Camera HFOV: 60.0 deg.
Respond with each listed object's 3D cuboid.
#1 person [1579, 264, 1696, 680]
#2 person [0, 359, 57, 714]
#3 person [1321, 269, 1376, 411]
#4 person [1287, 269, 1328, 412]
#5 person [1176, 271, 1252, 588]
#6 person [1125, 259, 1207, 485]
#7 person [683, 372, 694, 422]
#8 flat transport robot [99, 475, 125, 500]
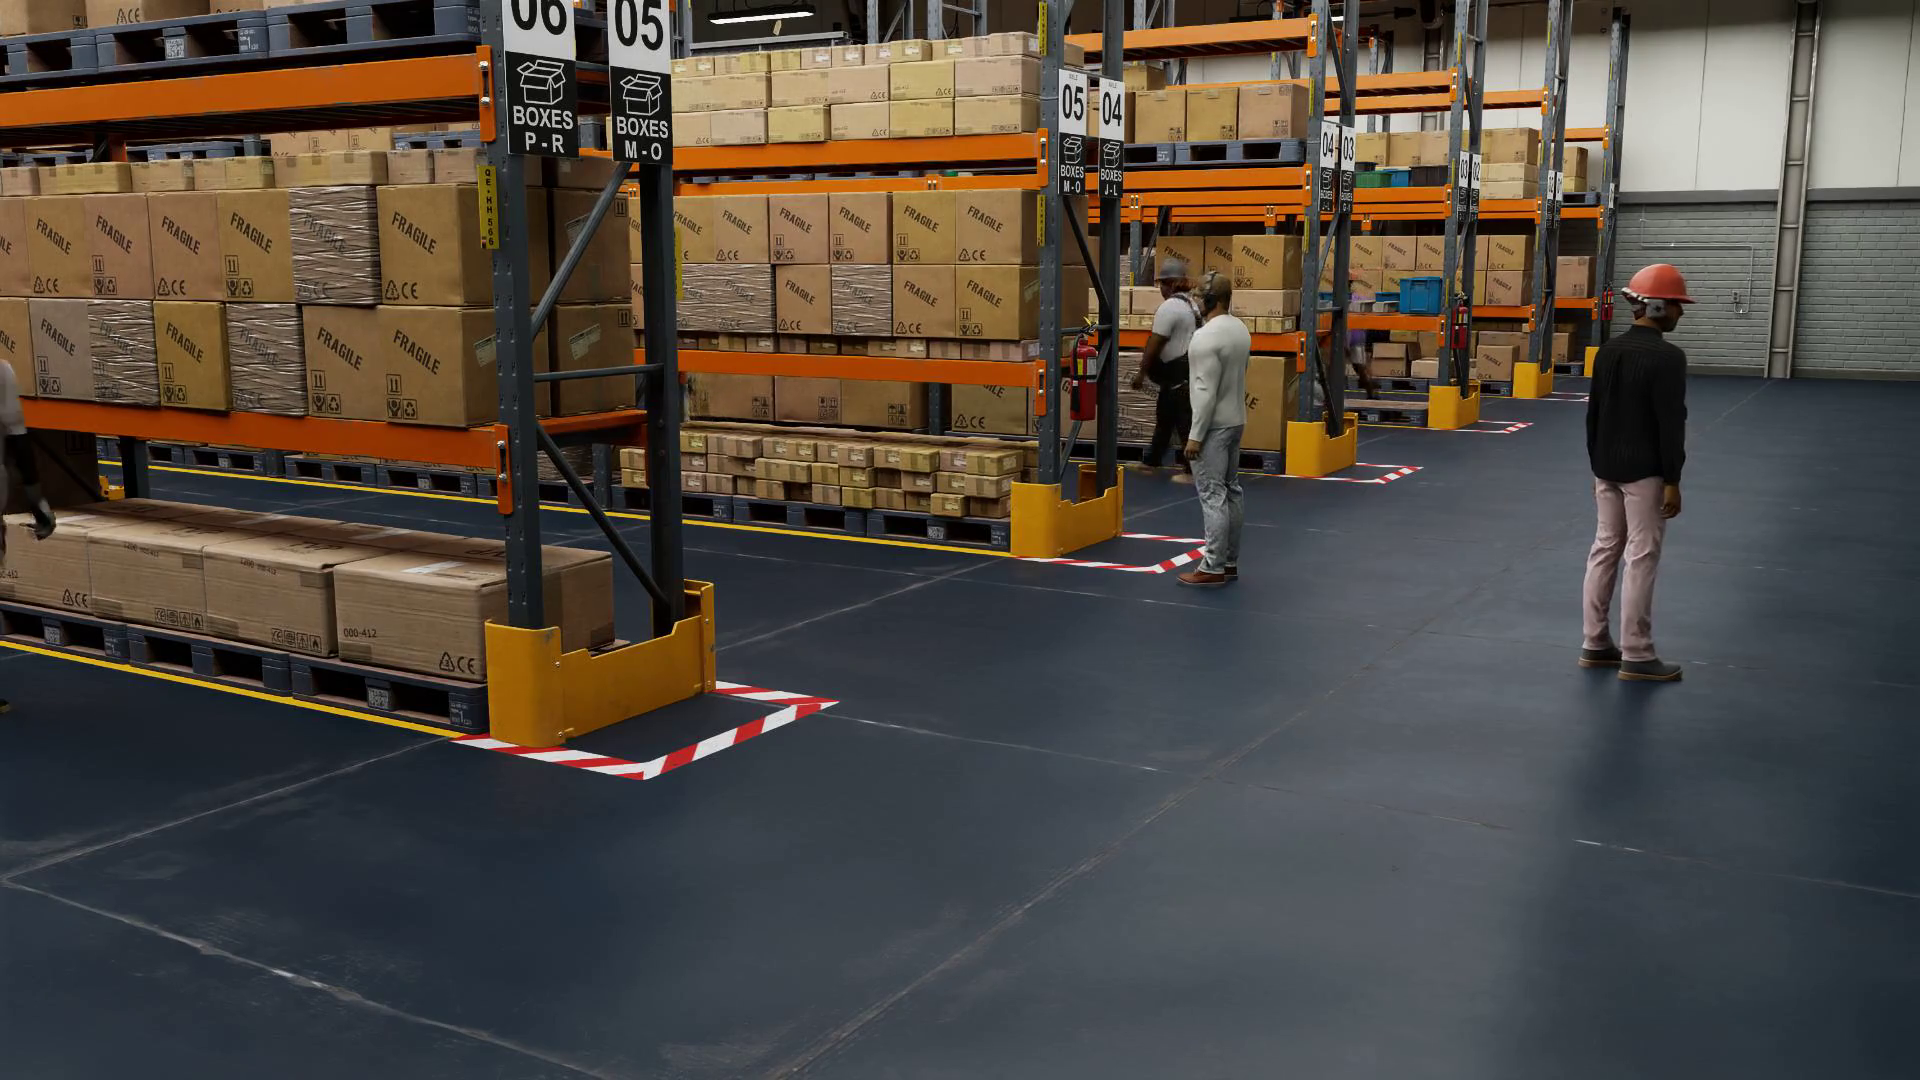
[{"bbox_3d":[3.281,-0.327,8.039,0.392,1.990,0.614,-3,10,-15],"label":"person"},{"bbox_3d":[-4.275,-0.162,7.208,0.636,1.943,0.635,4,10,22],"label":"person"},{"bbox_3d":[5.056,-2.627,21.851,1.043,1.884,0.549,7,12,34],"label":"person"},{"bbox_3d":[4.118,-2.264,19.659,0.892,1.912,0.638,5,11,29],"label":"person"},{"bbox_3d":[1.561,-0.673,10.223,0.371,1.940,0.627,6,11,30],"label":"person"},{"bbox_3d":[1.840,-1.530,14.942,0.956,2.000,0.700,5,11,26],"label":"person"},{"bbox_3d":[-2.499,-1.426,14.914,0.785,1.852,0.517,5,11,28],"label":"person"},{"bbox_3d":[-7.510,-0.375,13.355,0.652,0.197,1.431,6,11,30],"label":"flat transport robot"}]
